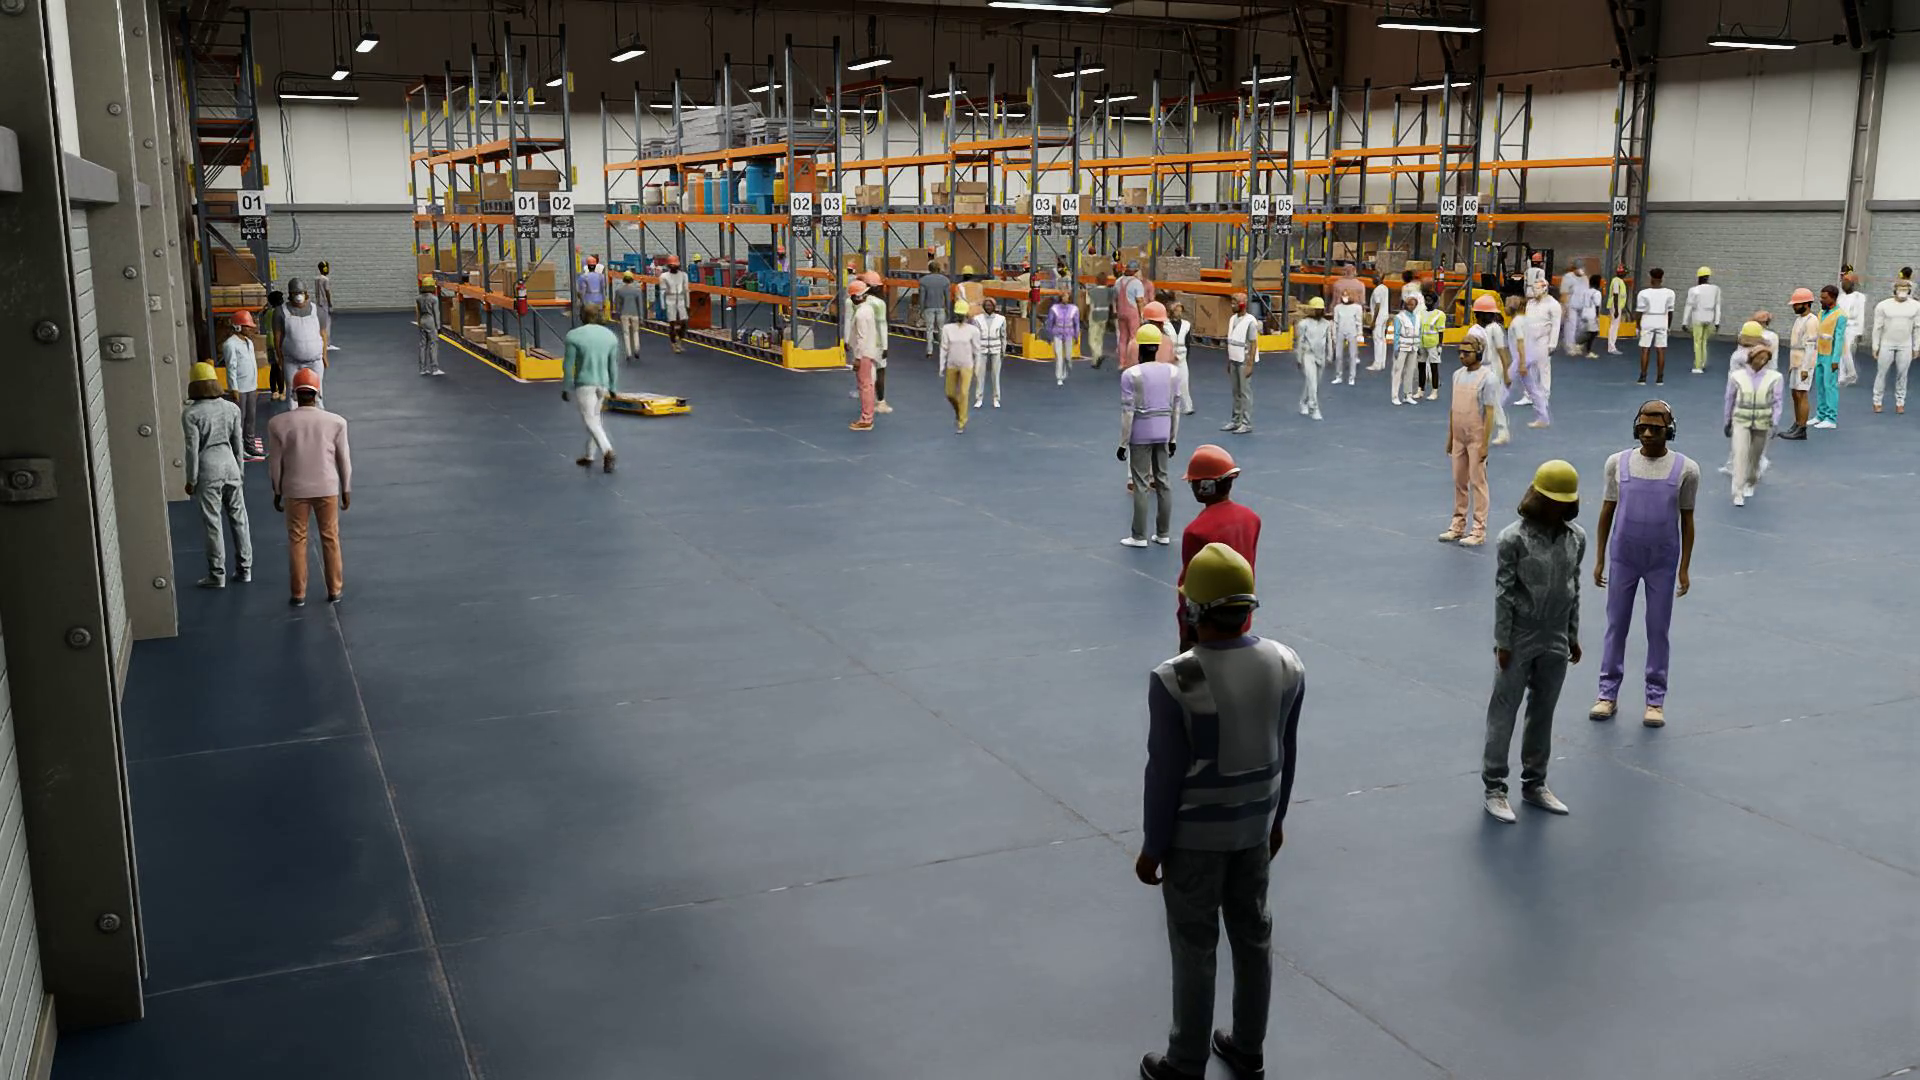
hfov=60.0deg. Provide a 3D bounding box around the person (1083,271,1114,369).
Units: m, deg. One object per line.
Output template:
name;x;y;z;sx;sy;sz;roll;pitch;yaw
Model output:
person;2.552;-4.036;30.623;0.585;1.812;0.587;-4;12;-20

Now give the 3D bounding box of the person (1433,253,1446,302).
person;12.253;-6.408;42.535;0.328;1.872;0.513;3;12;16

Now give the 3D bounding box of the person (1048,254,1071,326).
person;2.440;-5.998;40.426;0.591;1.889;0.865;-6;12;-27

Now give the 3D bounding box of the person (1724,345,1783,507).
person;7.907;-1.166;16.613;0.506;1.590;0.890;5;12;22

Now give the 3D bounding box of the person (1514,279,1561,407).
person;8.588;-2.925;24.739;0.405;1.906;0.653;-6;12;-26

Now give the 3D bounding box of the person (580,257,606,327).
person;-7.909;-5.130;35.864;0.545;1.939;0.354;-6;13;-27

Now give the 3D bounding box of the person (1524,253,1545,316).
person;13.435;-5.717;38.848;0.362;1.936;0.552;-7;13;-31

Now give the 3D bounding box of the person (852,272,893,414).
person;-1.250;-2.824;23.896;0.614;2.041;0.414;9;14;38

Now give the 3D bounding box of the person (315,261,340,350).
person;-13.380;-4.933;35.051;0.534;1.864;0.309;10;15;40

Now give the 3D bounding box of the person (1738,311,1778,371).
person;10.232;-2.128;21.397;0.315;1.630;0.523;-9;14;-40

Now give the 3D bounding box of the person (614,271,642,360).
person;-6.544;-4.424;32.799;0.527;1.740;0.770;-3;12;-17

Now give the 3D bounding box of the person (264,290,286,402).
person;-10.459;-2.973;25.517;0.540;1.695;0.318;10;15;43

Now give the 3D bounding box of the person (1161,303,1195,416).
person;3.066;-2.547;23.587;0.519;1.605;0.777;-2;11;-11

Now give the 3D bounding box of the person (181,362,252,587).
person;-5.770;-0.501;12.860;0.311;1.735;0.483;7;13;33

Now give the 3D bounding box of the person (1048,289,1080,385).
person;1.739;-3.422;27.981;0.530;1.622;0.472;0;11;-2

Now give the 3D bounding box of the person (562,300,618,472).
person;-4.088;-1.719;18.620;0.903;1.915;0.639;11;15;43

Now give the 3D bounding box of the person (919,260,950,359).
person;-0.507;-4.569;33.011;0.629;1.939;0.372;-2;11;-8

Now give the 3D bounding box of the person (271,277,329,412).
person;-8.659;-2.438;21.920;0.686;2.000;0.538;-7;13;-31

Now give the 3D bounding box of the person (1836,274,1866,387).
person;14.633;-3.450;27.491;0.420;1.868;0.609;-3;12;-17

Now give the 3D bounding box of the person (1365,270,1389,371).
person;7.653;-4.016;30.438;0.348;1.846;0.506;7;13;33

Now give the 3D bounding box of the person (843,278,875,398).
person;-1.528;-3.116;25.789;0.662;1.873;0.837;-4;12;-18

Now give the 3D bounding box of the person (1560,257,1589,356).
person;12.394;-4.714;33.488;0.729;2.000;0.545;-6;13;-28

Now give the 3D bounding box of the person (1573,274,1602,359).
person;12.411;-4.402;32.809;0.503;1.680;0.545;-1;11;-5

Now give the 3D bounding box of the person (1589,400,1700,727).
person;3.848;0.128;9.376;0.514;1.845;0.338;6;13;28

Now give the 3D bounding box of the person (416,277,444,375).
person;-9.493;-3.831;29.791;0.483;1.735;0.344;5;12;23

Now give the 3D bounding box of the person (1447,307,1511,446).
person;6.452;-2.034;20.517;0.946;1.781;0.581;-3;11;-13

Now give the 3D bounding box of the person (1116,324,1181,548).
person;1.618;-0.890;14.337;0.585;1.928;0.370;-5;12;-25

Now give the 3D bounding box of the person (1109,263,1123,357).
person;3.190;-4.615;33.381;0.353;1.886;0.572;3;12;16

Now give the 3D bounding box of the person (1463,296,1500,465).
person;5.949;-1.826;19.075;0.379;1.938;0.547;4;12;18

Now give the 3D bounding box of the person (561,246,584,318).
person;-10.668;-7.158;46.095;0.695;1.980;1.048;10;15;41

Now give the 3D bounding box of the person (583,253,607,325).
person;-9.362;-6.424;42.687;0.564;1.842;0.393;0;11;1

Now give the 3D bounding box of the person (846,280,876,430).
person;-1.315;-2.459;22.167;0.391;1.986;0.609;1;11;6

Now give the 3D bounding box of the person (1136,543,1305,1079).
person;0.822;0.914;5.415;0.586;1.833;0.403;-6;13;-29

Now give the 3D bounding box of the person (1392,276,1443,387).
person;7.679;-3.497;27.858;0.582;1.838;1.014;-7;13;-31

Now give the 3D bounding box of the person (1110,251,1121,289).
person;4.179;-6.817;44.613;0.313;1.869;0.538;-4;12;-21

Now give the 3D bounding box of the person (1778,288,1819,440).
person;10.705;-2.240;21.224;0.391;1.925;0.547;2;11;9

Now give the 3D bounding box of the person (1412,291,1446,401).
person;7.235;-3.000;25.678;0.319;1.694;0.533;-9;14;-39
